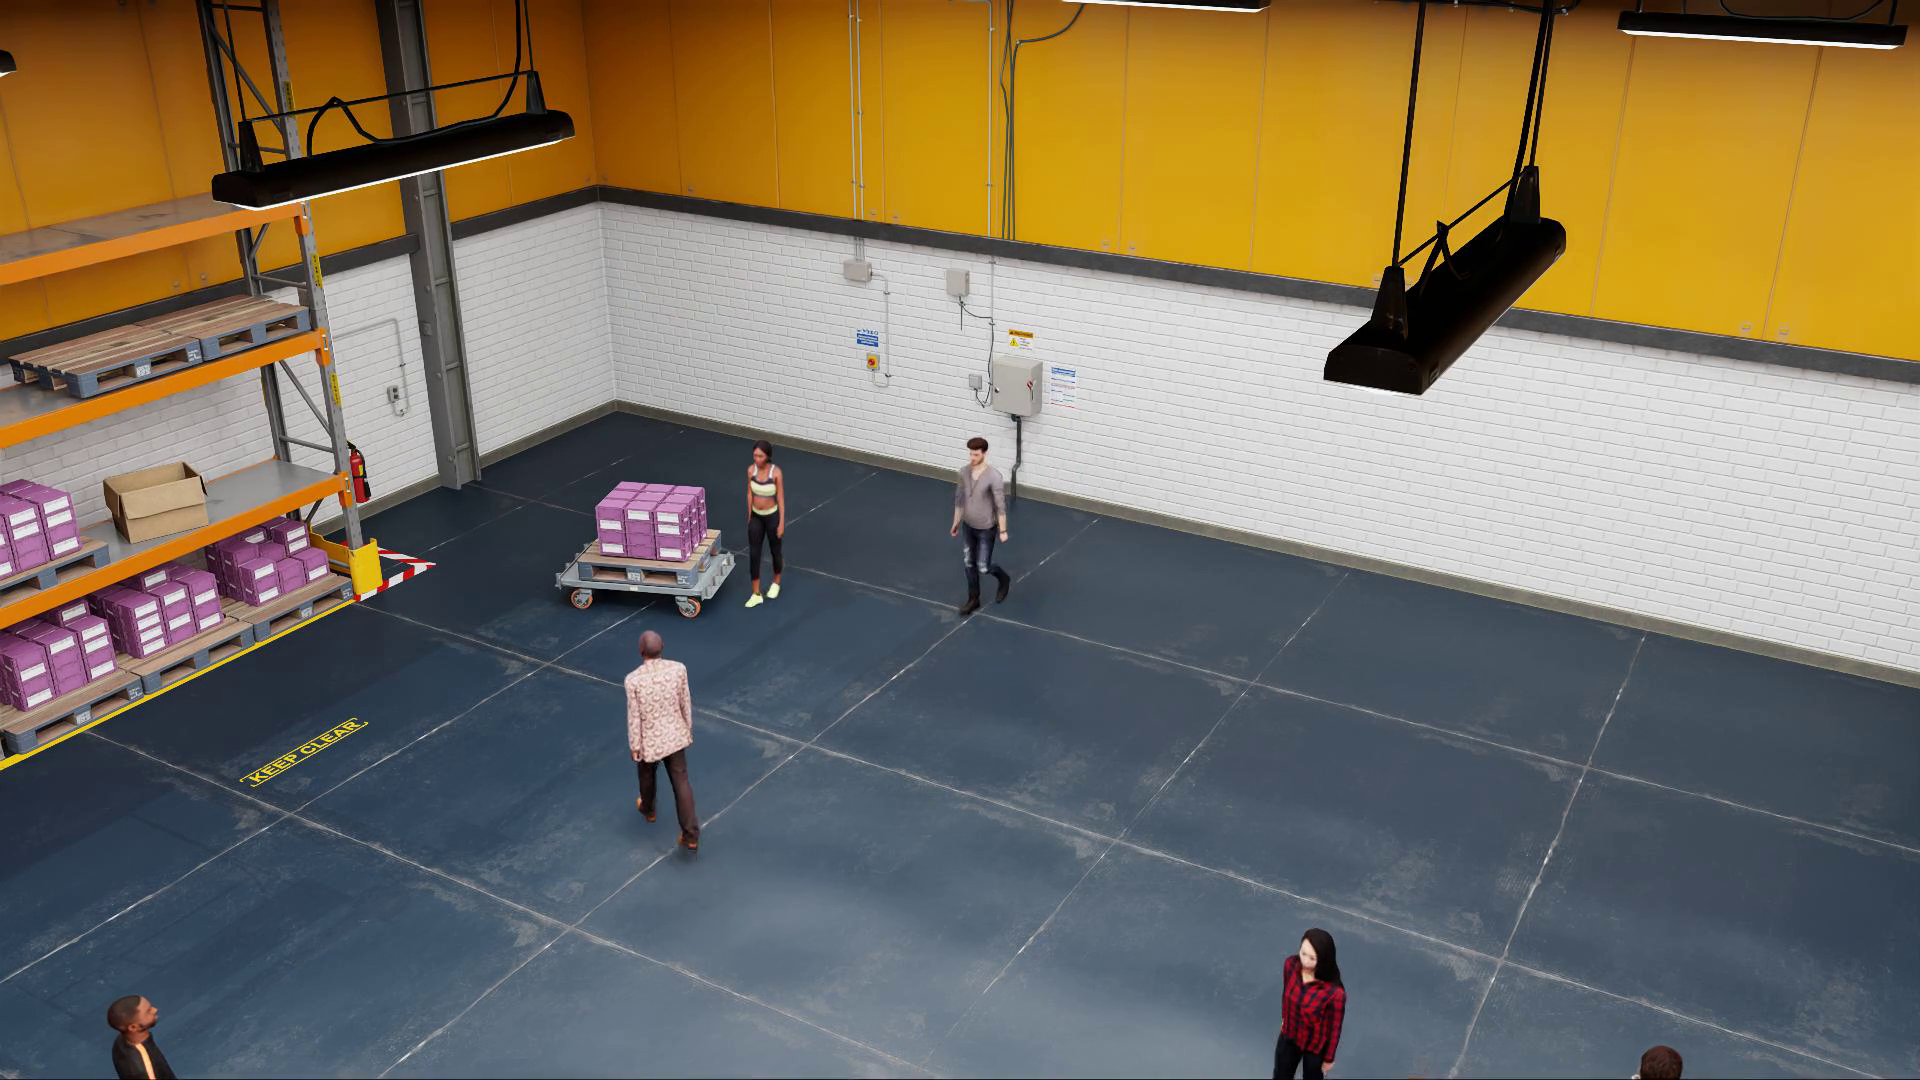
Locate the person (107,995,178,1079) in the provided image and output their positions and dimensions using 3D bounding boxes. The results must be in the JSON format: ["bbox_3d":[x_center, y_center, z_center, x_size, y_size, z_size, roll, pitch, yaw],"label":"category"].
[{"bbox_3d":[-4.311,3.201,8.961,0.627,1.808,0.682,-21,31,-40],"label":"person"}]

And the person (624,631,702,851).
[{"bbox_3d":[-2.254,1.568,12.740,1.237,1.774,1.162,-13,27,-27],"label":"person"}]

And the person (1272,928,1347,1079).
[{"bbox_3d":[2.104,2.909,9.853,0.721,1.628,0.678,-21,31,-40],"label":"person"}]

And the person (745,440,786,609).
[{"bbox_3d":[-1.925,-0.224,16.890,0.728,1.733,0.917,6,24,14],"label":"person"}]

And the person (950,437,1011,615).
[{"bbox_3d":[0.263,-0.165,16.565,0.811,1.884,0.904,20,30,38],"label":"person"}]
